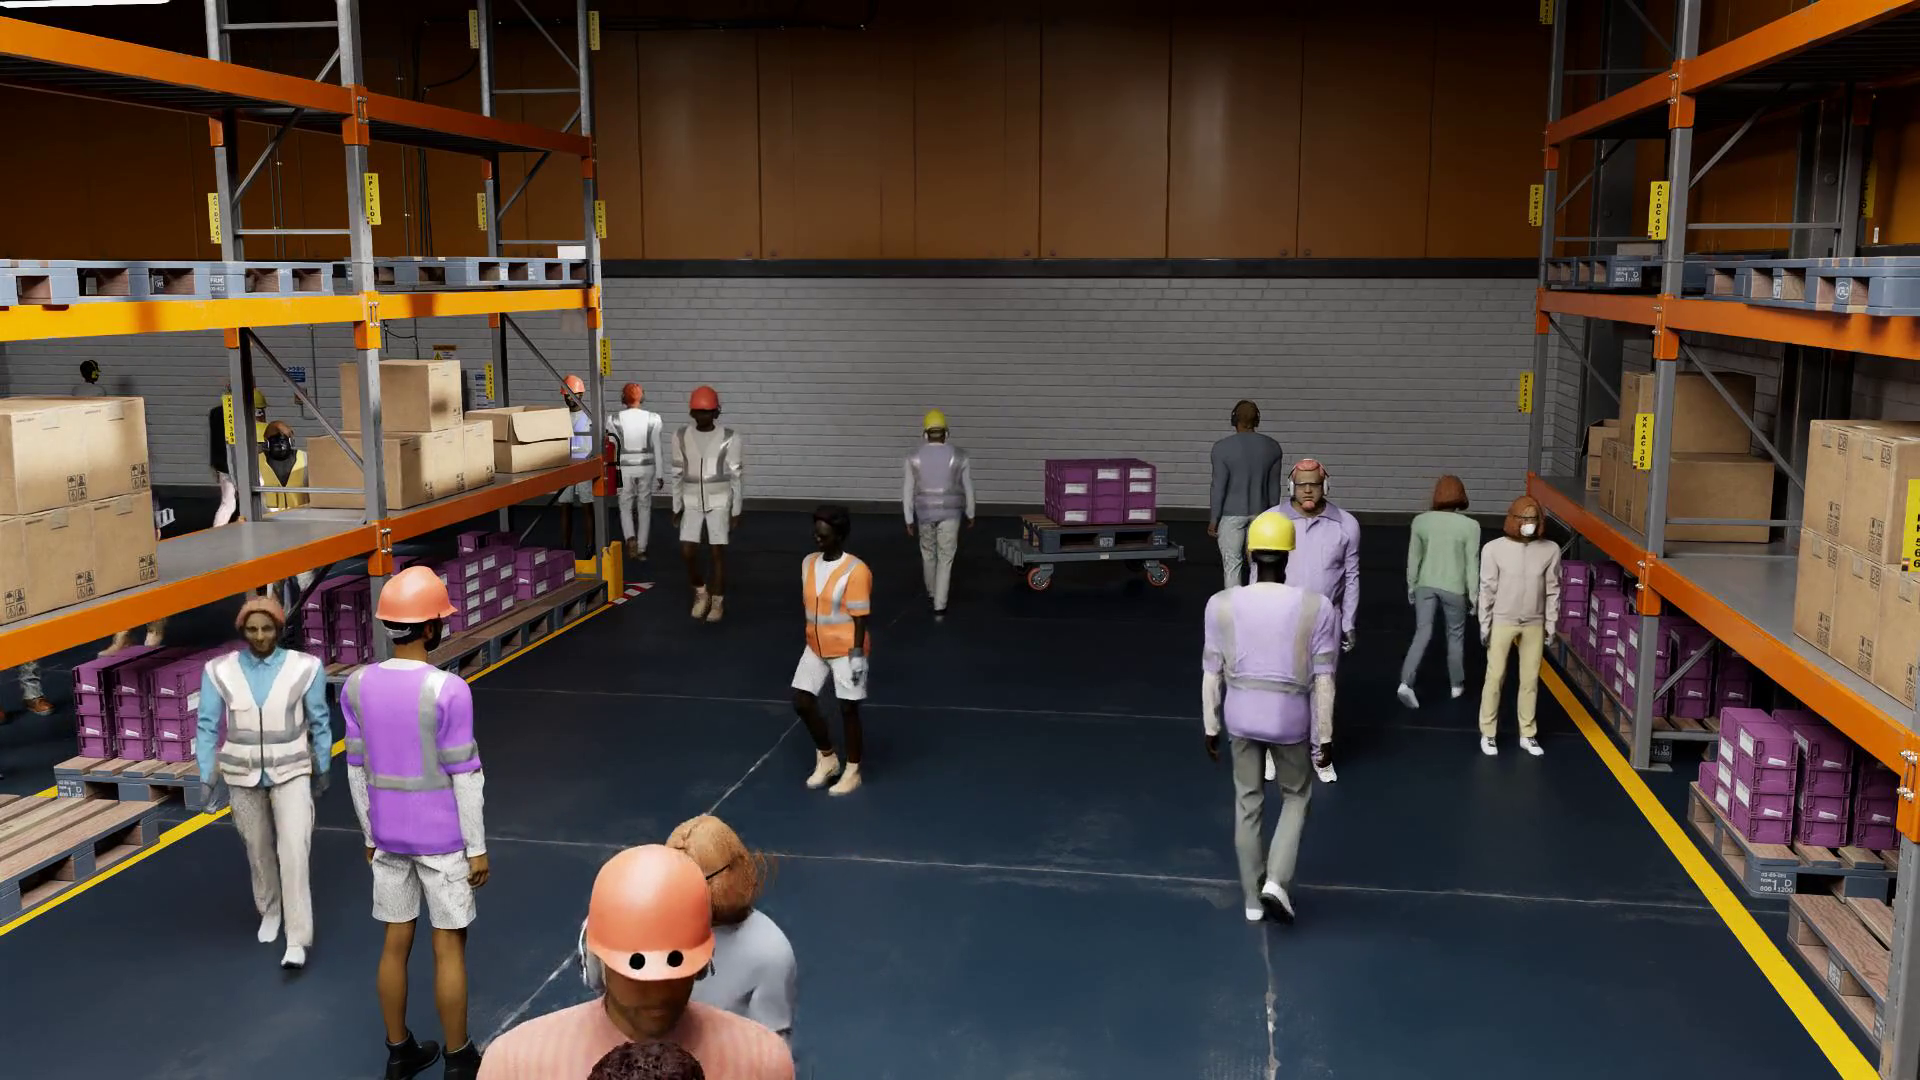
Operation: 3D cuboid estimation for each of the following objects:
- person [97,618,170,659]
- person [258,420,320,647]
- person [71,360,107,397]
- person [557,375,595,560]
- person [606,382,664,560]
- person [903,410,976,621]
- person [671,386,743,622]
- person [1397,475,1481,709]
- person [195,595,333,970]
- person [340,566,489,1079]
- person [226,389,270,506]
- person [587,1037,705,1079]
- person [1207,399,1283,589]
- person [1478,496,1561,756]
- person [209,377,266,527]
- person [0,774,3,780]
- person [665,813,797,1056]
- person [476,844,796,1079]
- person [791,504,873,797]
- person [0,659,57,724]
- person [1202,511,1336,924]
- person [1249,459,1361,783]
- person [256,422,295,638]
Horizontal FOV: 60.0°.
[{"bbox_3d":[-6.519,-0.069,12.767,0.640,2.013,0.624,4,10,21],"label":"person"},{"bbox_3d":[-5.284,-0.024,13.059,0.619,1.836,0.430,-4,10,-22],"label":"person"},{"bbox_3d":[-10.924,-1.336,21.016,0.513,1.872,0.328,2,9,10],"label":"person"},{"bbox_3d":[-3.902,-0.702,16.890,0.542,1.939,0.361,1,9,4],"label":"person"},{"bbox_3d":[-3.319,-0.681,17.021,0.580,1.868,0.577,-2,10,-15],"label":"person"},{"bbox_3d":[-0.164,-0.238,14.491,0.600,1.782,0.933,2,9,10],"label":"person"},{"bbox_3d":[-2.159,-0.297,14.123,0.650,2.023,0.469,1,9,5],"label":"person"},{"bbox_3d":[3.303,0.355,11.446,0.542,1.591,0.832,6,11,34],"label":"person"},{"bbox_3d":[-2.997,1.043,7.177,0.520,1.601,0.820,-2,9,-14],"label":"person"},{"bbox_3d":[-1.946,1.056,6.048,0.543,1.939,0.359,3,10,19],"label":"person"},{"bbox_3d":[-6.896,-0.557,16.321,0.591,1.834,0.404,4,10,25],"label":"person"},{"bbox_3d":[-0.504,1.677,2.529,0.605,1.856,1.039,0,9,2],"label":"person"},{"bbox_3d":[2.340,-0.189,13.728,0.637,1.938,0.356,-3,10,-17],"label":"person"},{"bbox_3d":[3.432,0.532,10.249,0.493,1.626,0.285,0,9,-1],"label":"person"},{"bbox_3d":[-7.410,-0.724,17.008,0.613,1.965,0.826,0,9,0],"label":"person"},{"bbox_3d":[-5.816,0.495,9.555,0.385,1.922,0.594,5,11,29],"label":"person"},{"bbox_3d":[-0.634,1.495,4.325,0.517,1.614,0.489,6,11,32],"label":"person"},{"bbox_3d":[-0.619,1.506,3.193,0.627,1.966,0.904,-1,9,-8],"label":"person"},{"bbox_3d":[-0.733,0.631,9.440,0.553,1.684,0.406,7,12,38],"label":"person"},{"bbox_3d":[-6.338,0.242,11.069,0.371,1.941,0.627,7,12,37],"label":"person"},{"bbox_3d":[1.398,0.820,7.557,0.605,1.916,0.420,3,10,19],"label":"person"},{"bbox_3d":[2.013,0.475,9.734,0.643,1.908,0.408,1,9,6],"label":"person"},{"bbox_3d":[-5.617,-0.077,13.569,0.310,1.769,0.525,-3,10,-20],"label":"person"}]
